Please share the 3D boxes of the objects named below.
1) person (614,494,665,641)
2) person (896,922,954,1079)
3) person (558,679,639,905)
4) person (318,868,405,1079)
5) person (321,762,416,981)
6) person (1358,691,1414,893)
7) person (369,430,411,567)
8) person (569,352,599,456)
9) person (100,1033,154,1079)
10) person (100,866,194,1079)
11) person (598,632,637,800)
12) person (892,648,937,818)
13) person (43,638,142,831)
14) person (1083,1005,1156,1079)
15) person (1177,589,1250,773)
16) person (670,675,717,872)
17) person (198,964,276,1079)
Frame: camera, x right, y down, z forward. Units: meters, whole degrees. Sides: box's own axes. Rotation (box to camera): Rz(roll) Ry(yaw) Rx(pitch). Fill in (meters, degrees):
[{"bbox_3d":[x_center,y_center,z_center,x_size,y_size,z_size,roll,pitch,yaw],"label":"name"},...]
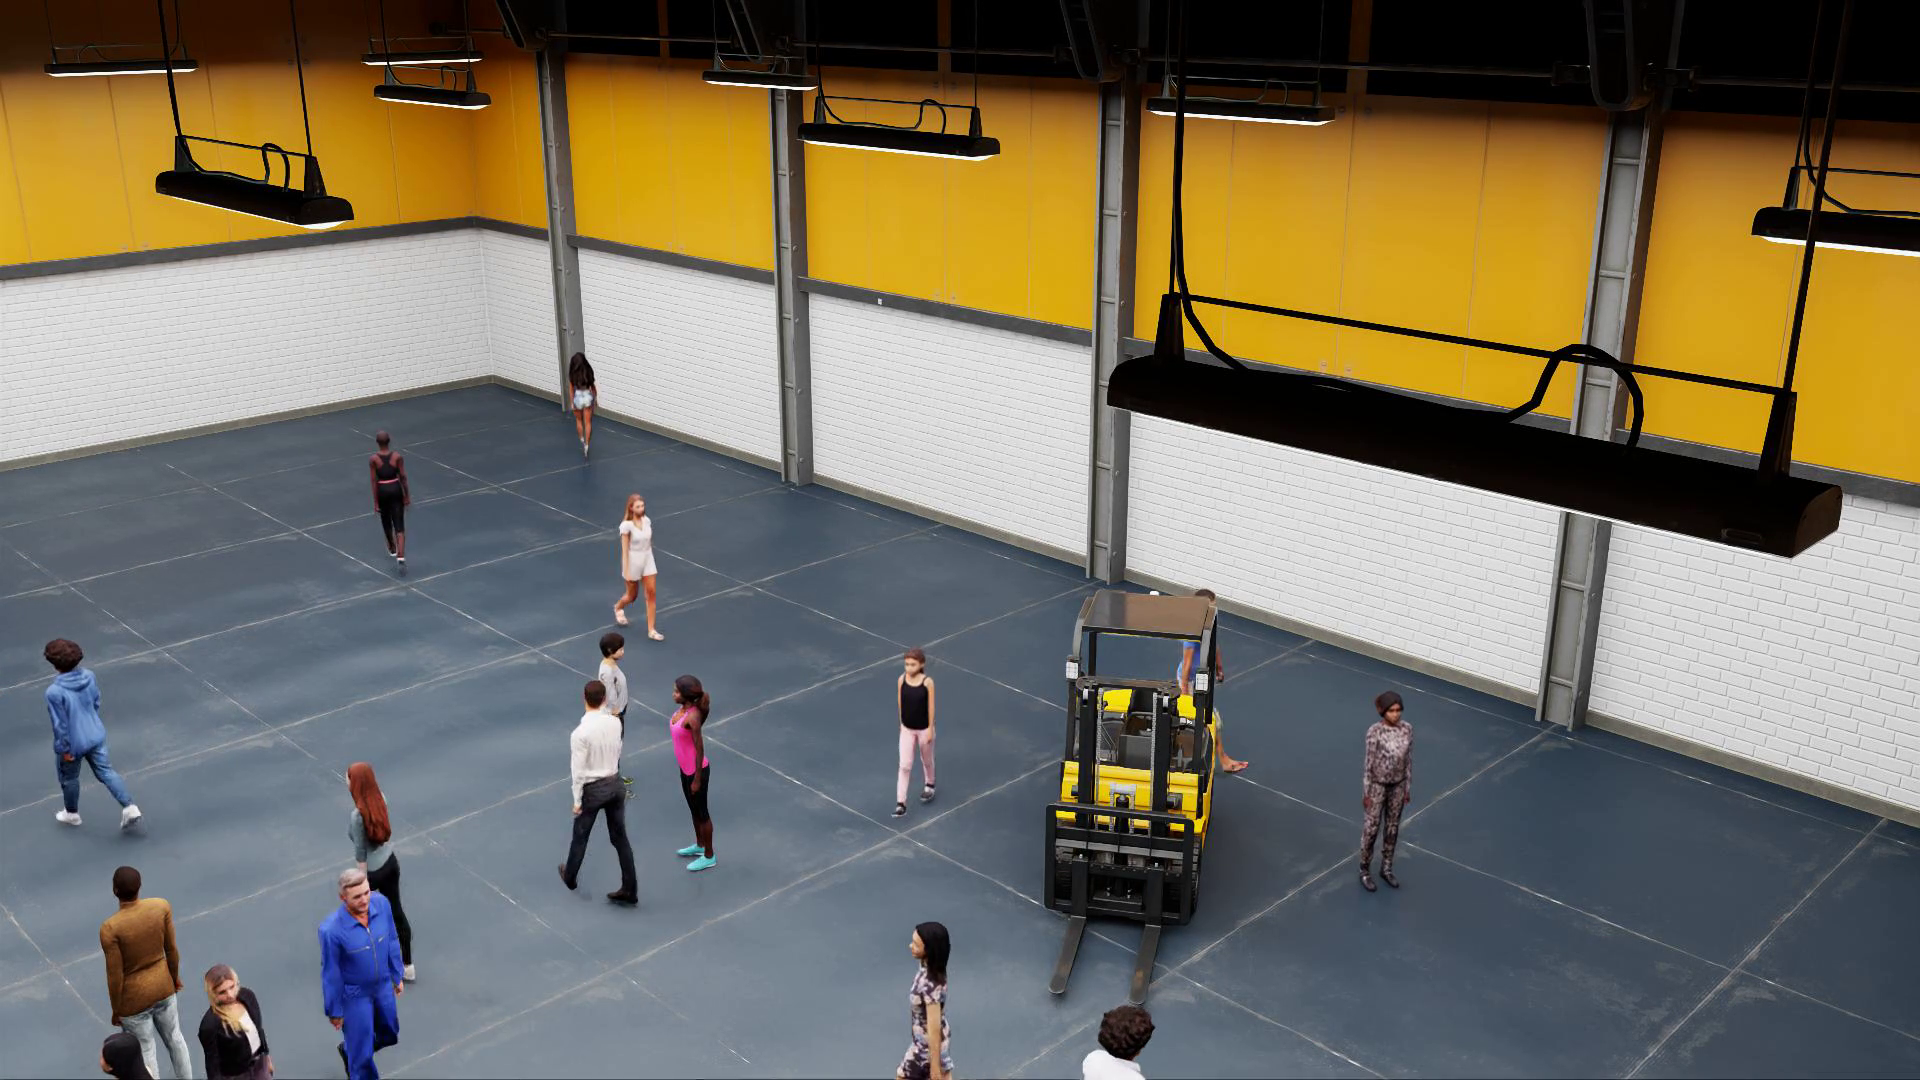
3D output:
[{"bbox_3d":[-3.669,0.279,18.774,1.025,1.674,0.565,17,25,42],"label":"person"},{"bbox_3d":[-0.108,3.134,10.258,1.148,1.698,1.078,0,19,1],"label":"person"},{"bbox_3d":[-2.780,2.056,13.270,1.068,1.818,0.744,13,22,33],"label":"person"},{"bbox_3d":[-3.921,2.899,10.780,0.989,1.810,0.864,12,22,32],"label":"person"},{"bbox_3d":[-4.218,2.465,12.220,1.091,1.713,0.899,6,19,17],"label":"person"},{"bbox_3d":[3.462,2.019,13.537,0.667,1.718,0.701,-4,19,-12],"label":"person"},{"bbox_3d":[-7.188,-0.498,21.007,0.913,1.720,1.254,-7,20,-21],"label":"person"},{"bbox_3d":[-5.865,-2.080,25.932,0.906,1.575,1.107,-5,19,-14],"label":"person"},{"bbox_3d":[-4.477,3.474,9.131,0.863,1.774,0.790,-3,19,-8],"label":"person"},{"bbox_3d":[-5.246,2.913,10.727,0.610,1.817,0.669,12,22,32],"label":"person"},{"bbox_3d":[-3.161,1.574,15.118,0.680,1.552,0.579,-4,19,-12],"label":"person"},{"bbox_3d":[-0.351,1.681,14.856,1.014,1.518,0.924,5,19,13],"label":"person"},{"bbox_3d":[-7.522,1.713,14.353,1.229,1.776,0.891,10,21,27],"label":"person"},{"bbox_3d":[0.837,3.397,9.301,0.714,1.810,0.525,-17,25,-41],"label":"person"},{"bbox_3d":[2.100,1.302,15.527,1.297,1.807,1.025,7,20,21],"label":"person"},{"bbox_3d":[-2.211,1.916,13.837,0.696,1.723,0.597,-8,20,-21],"label":"person"},{"bbox_3d":[-4.400,3.251,9.981,0.978,1.652,0.876,3,19,8],"label":"person"}]
